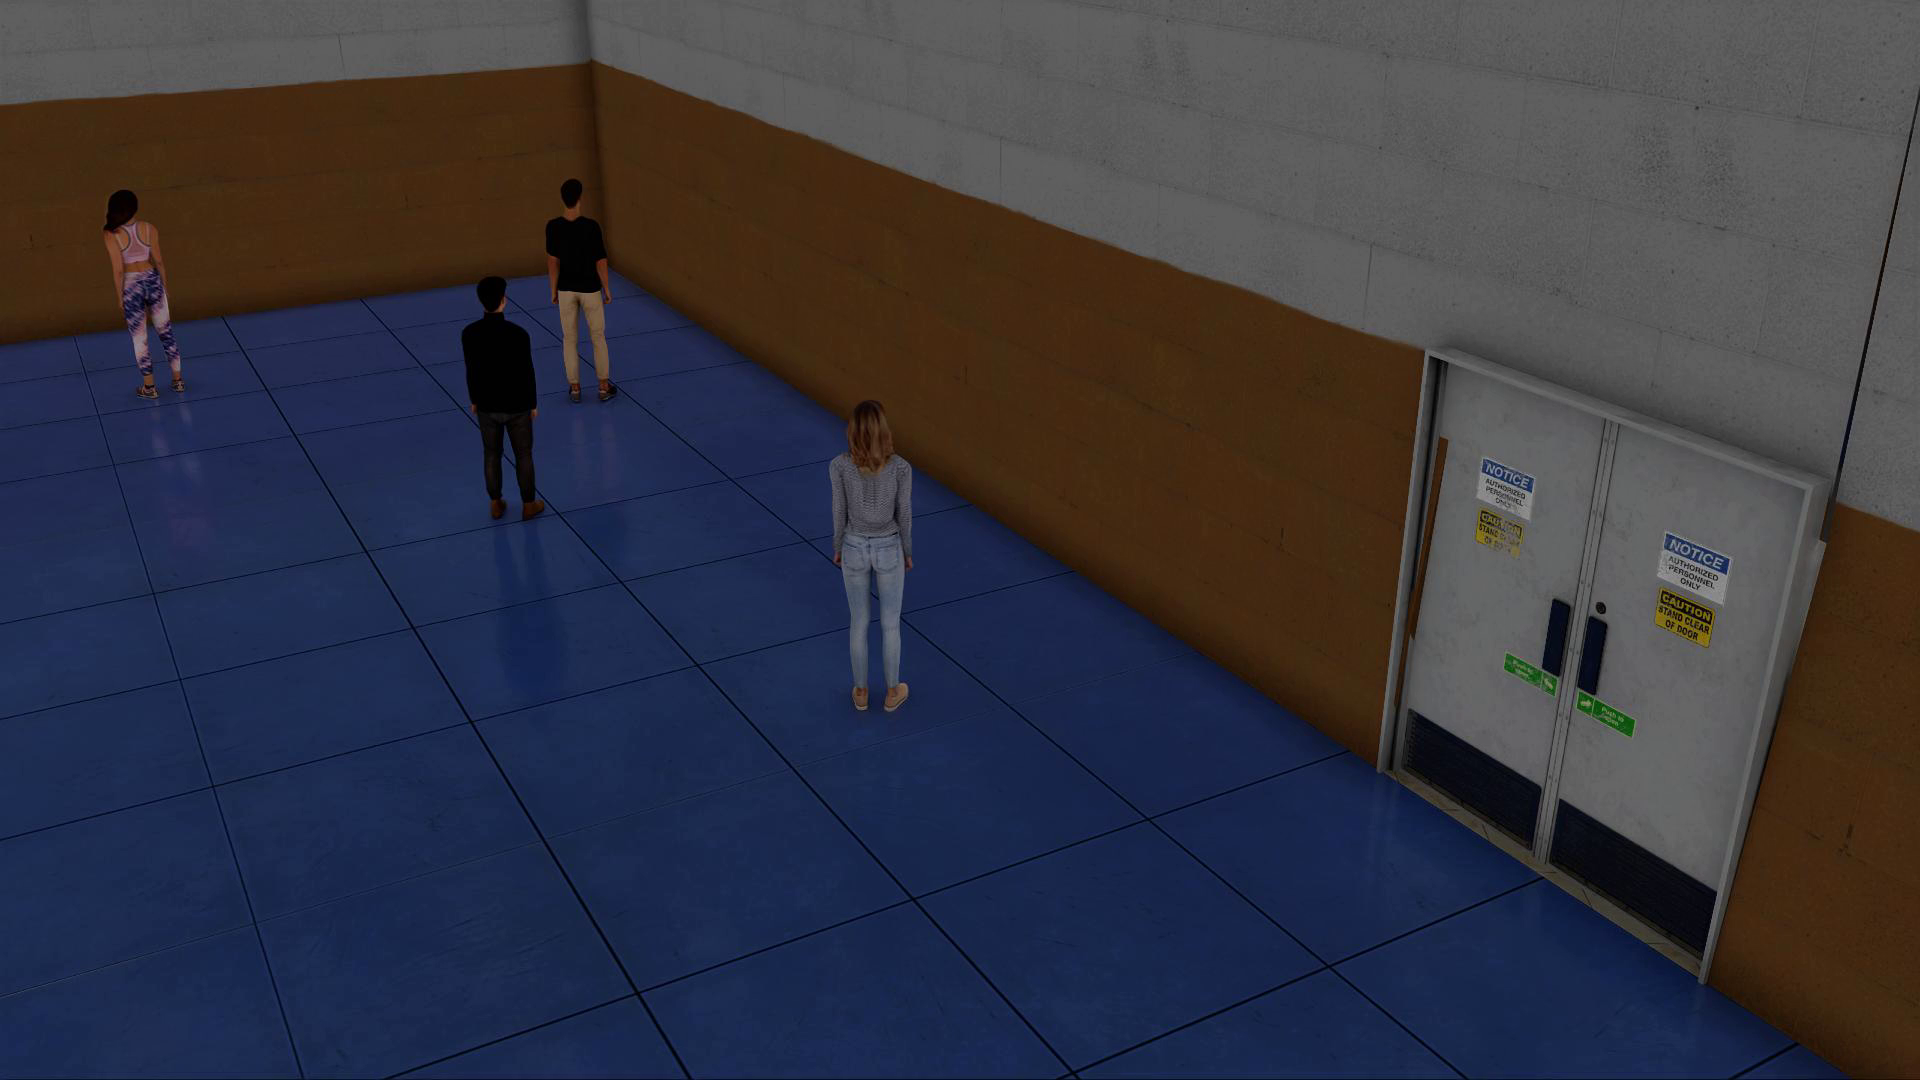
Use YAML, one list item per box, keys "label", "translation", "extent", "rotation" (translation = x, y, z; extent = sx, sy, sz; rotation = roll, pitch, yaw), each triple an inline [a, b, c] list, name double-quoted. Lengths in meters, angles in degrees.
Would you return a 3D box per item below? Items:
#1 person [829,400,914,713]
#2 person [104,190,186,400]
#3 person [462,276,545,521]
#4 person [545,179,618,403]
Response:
- label: "person"
  translation: [-0.474, 0.090, 9.034]
  extent: [0.619, 1.796, 0.722]
  rotation: [2, 24, 4]
- label: "person"
  translation: [-6.897, -2.082, 14.036]
  extent: [0.712, 1.764, 0.575]
  rotation: [21, 31, 40]
- label: "person"
  translation: [-3.183, -0.978, 11.569]
  extent: [0.660, 1.720, 0.769]
  rotation: [2, 24, 4]
- label: "person"
  translation: [-3.175, -2.078, 13.880]
  extent: [0.631, 1.857, 0.780]
  rotation: [-1, 24, -3]
